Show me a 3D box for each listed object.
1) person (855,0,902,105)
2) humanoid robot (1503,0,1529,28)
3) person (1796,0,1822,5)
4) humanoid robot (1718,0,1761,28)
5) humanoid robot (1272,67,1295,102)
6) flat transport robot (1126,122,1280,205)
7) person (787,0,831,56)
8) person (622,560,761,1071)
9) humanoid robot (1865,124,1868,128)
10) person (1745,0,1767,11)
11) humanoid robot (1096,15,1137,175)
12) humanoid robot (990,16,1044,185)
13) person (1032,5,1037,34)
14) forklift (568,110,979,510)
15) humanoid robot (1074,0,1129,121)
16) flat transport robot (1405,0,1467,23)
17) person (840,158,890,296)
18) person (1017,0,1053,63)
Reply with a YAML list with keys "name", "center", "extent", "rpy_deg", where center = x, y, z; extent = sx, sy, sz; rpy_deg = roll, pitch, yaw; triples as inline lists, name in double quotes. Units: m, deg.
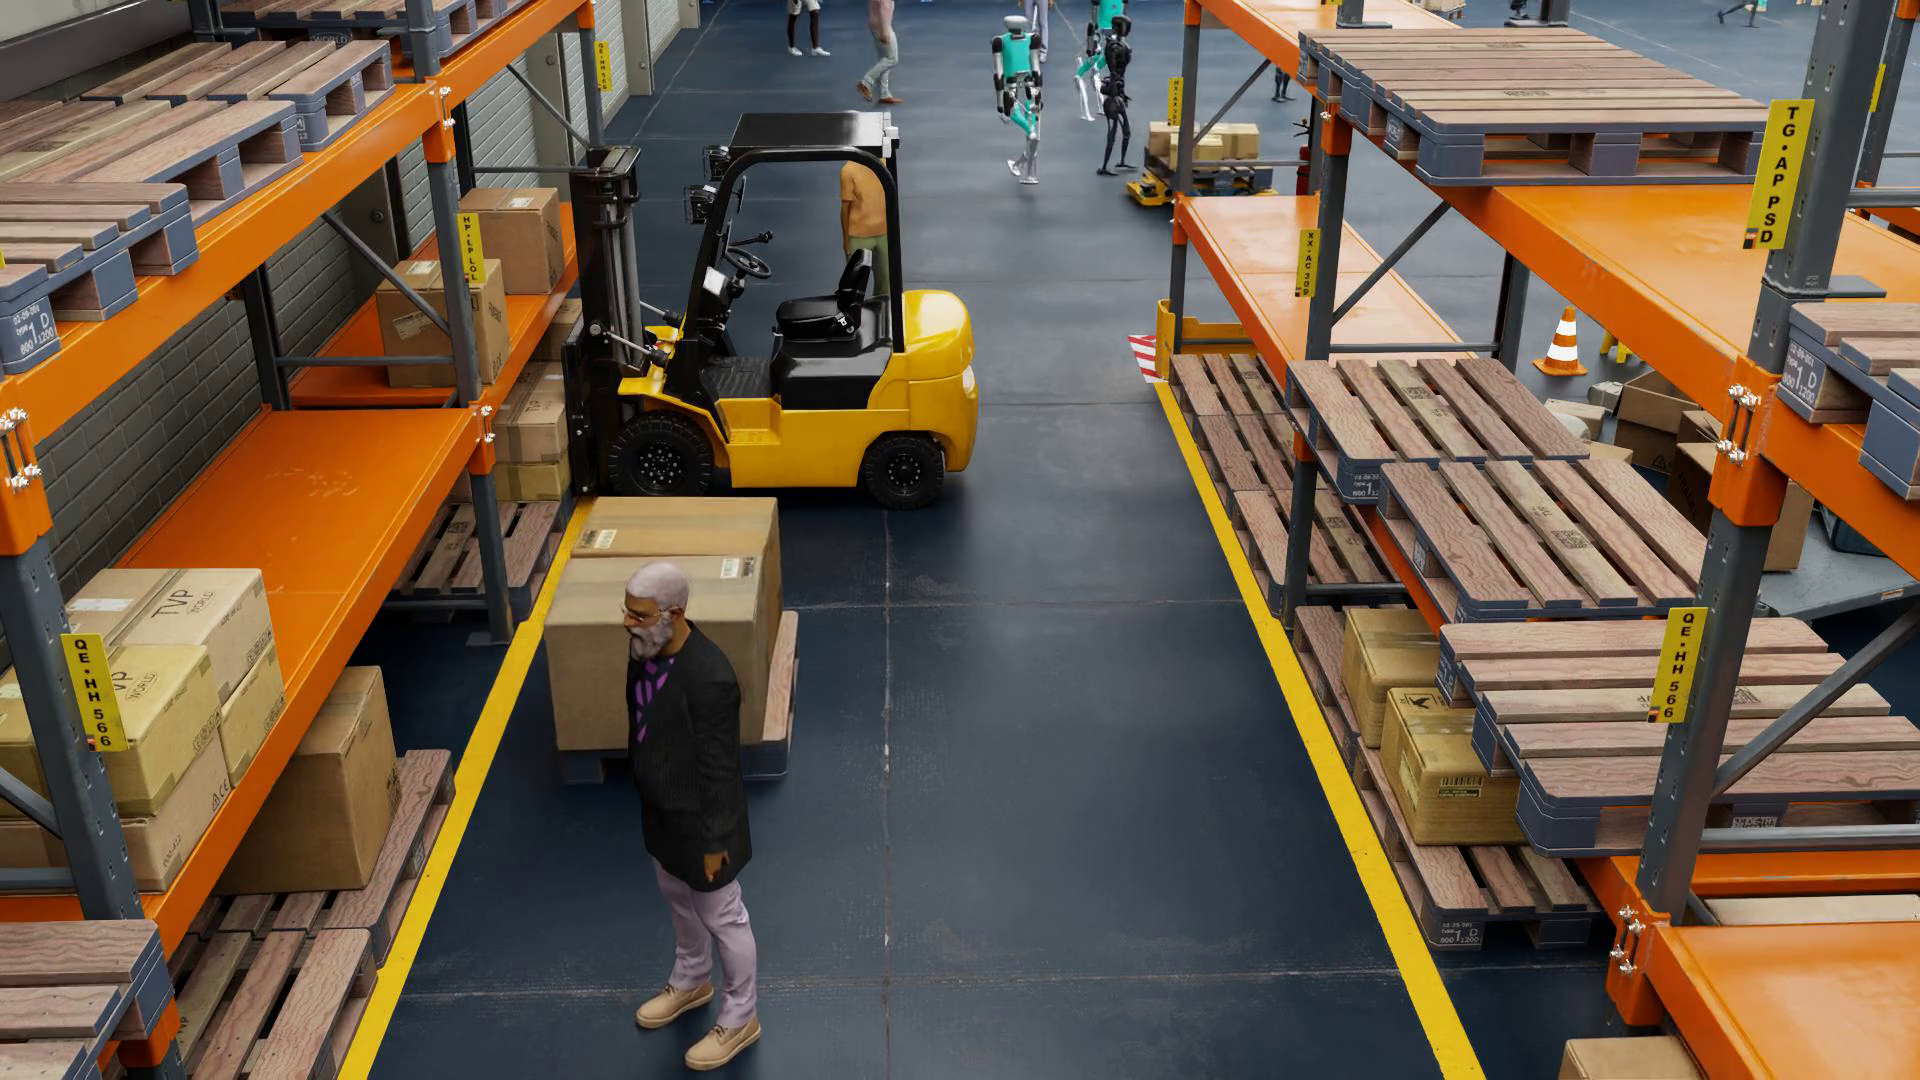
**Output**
- name: "person"
  center: [-1.049, -6.492, 21.150]
  extent: [0.532, 1.900, 0.658]
  rpy_deg: [-5, 26, -10]
- name: "humanoid robot"
  center: [6.408, -5.555, 19.427]
  extent: [0.590, 1.639, 0.593]
  rpy_deg: [-22, 33, -39]
- name: "person"
  center: [15.372, -10.560, 29.769]
  extent: [0.542, 1.892, 0.394]
  rpy_deg: [22, 33, 39]
- name: "humanoid robot"
  center: [12.969, -9.285, 27.355]
  extent: [0.693, 1.630, 0.609]
  rpy_deg: [15, 29, 28]
- name: "humanoid robot"
  center: [4.228, -6.501, 21.419]
  extent: [0.592, 1.655, 0.378]
  rpy_deg: [-16, 30, -30]
- name: "flat transport robot"
  center: [2.466, -3.582, 16.888]
  extent: [1.431, 0.231, 0.659]
  rpy_deg: [-4, 26, -8]
- name: "person"
  center: [-2.279, -8.081, 24.552]
  extent: [0.862, 1.857, 0.572]
  rpy_deg: [19, 31, 34]
- name: "person"
  center: [-0.901, 0.903, 5.545]
  extent: [0.402, 1.850, 0.522]
  rpy_deg: [-20, 32, -36]
- name: "humanoid robot"
  center: [10.789, -5.817, 20.037]
  extent: [0.743, 1.654, 0.609]
  rpy_deg: [16, 29, 30]
- name: "person"
  center: [14.108, -10.255, 29.116]
  extent: [0.349, 1.906, 0.485]
  rpy_deg: [3, 25, 6]
- name: "humanoid robot"
  center: [1.673, -4.712, 17.629]
  extent: [0.396, 1.645, 0.616]
  rpy_deg: [6, 26, 13]
- name: "humanoid robot"
  center: [0.688, -4.426, 17.003]
  extent: [0.543, 1.711, 1.076]
  rpy_deg: [-10, 27, -21]
- name: "person"
  center: [1.167, -8.884, 26.438]
  extent: [0.567, 1.711, 0.913]
  rpy_deg: [7, 26, 14]
- name: "forklift"
  center: [-1.043, -1.379, 9.976]
  extent: [2.313, 2.155, 1.214]
  rpy_deg: [-1, 25, -2]
- name: "humanoid robot"
  center: [1.674, -6.039, 20.326]
  extent: [0.532, 1.741, 0.738]
  rpy_deg: [-14, 29, -28]
- name: "flat transport robot"
  center: [7.446, -8.391, 27.073]
  extent: [0.659, 0.231, 1.431]
  rpy_deg: [16, 30, 31]
- name: "person"
  center: [-0.671, -2.267, 12.418]
  extent: [0.433, 1.707, 0.383]
  rpy_deg: [-12, 28, -24]
- name: "person"
  center: [1.112, -7.916, 24.221]
  extent: [0.563, 1.846, 0.391]
  rpy_deg: [9, 27, 18]
